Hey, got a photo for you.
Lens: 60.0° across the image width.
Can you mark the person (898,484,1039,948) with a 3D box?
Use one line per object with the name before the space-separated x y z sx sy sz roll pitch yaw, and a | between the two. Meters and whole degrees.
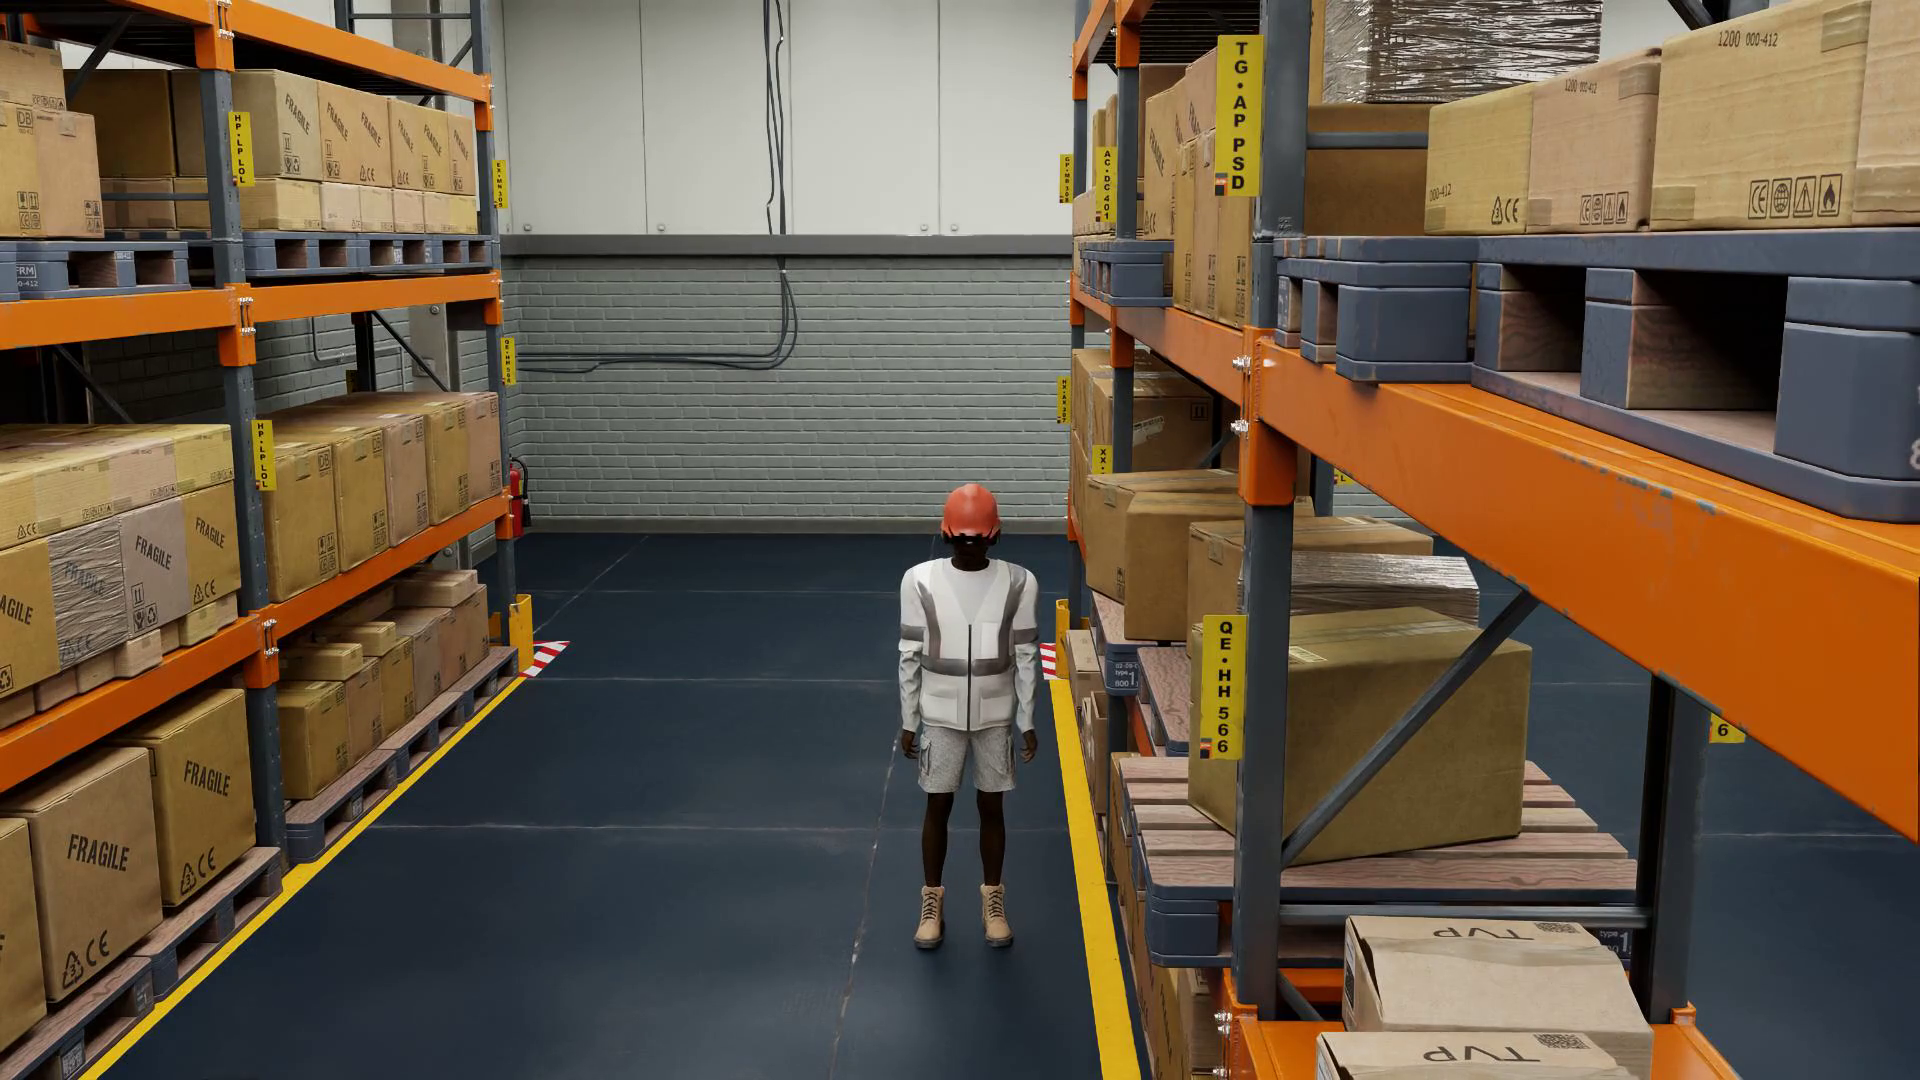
person | 0.039 0.760 7.161 0.605 2.034 0.388 0 10 -2
